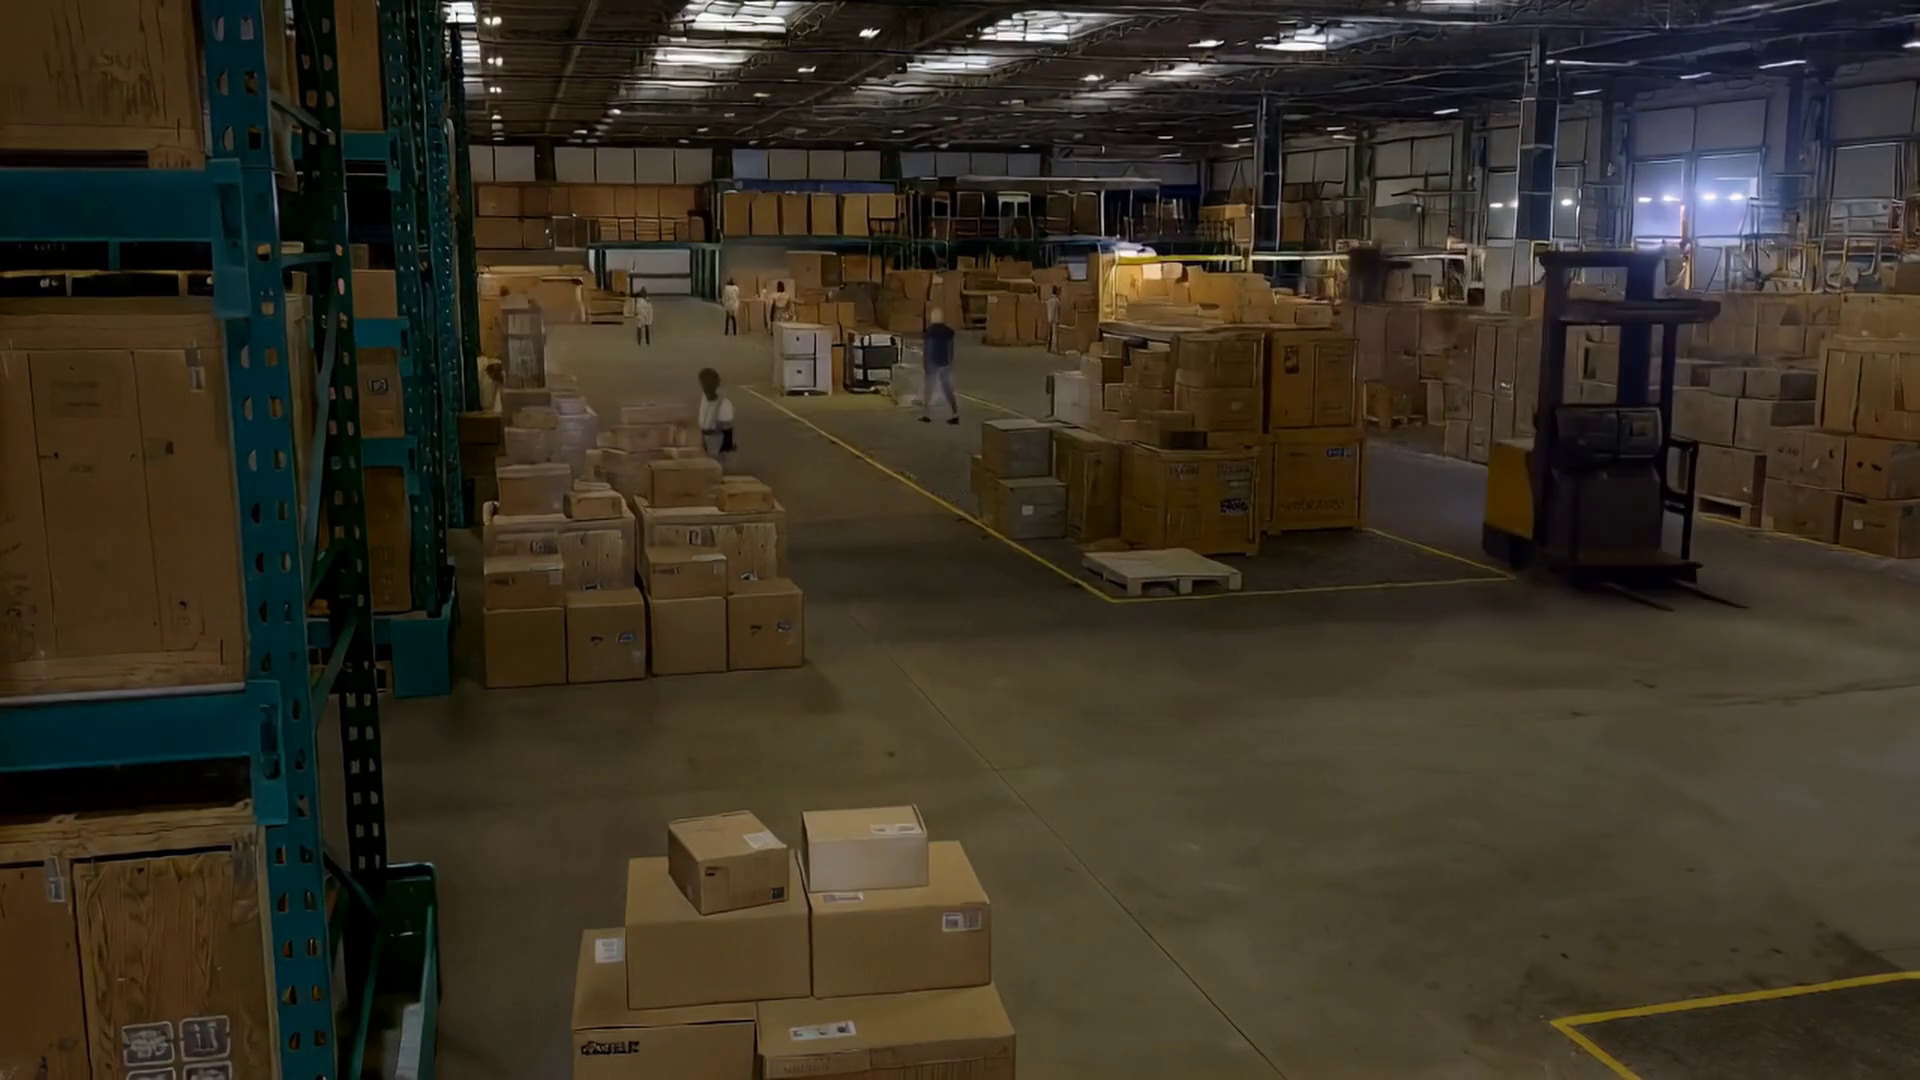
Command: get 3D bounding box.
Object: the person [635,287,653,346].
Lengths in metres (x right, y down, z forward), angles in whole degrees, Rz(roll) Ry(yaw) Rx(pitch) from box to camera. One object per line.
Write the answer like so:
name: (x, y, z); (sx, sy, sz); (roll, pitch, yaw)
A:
person: (-9.135, -6.464, 48.122); (0.535, 1.697, 0.322); (-5, 11, -26)

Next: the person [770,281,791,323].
person: (-5.018, -6.296, 46.514); (0.611, 1.935, 0.921); (-2, 10, -9)

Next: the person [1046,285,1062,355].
person: (2.495, -5.832, 44.102); (0.325, 1.860, 0.511); (-8, 13, -40)

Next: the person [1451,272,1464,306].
person: (20.895, -10.367, 69.904); (0.540, 1.818, 0.971); (2, 10, 10)

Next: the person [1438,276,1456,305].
person: (15.837, -7.638, 54.144); (0.588, 1.919, 0.390); (9, 14, 43)

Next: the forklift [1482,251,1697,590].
forklift: (5.466, -1.110, 14.456); (1.129, 2.768, 1.873); (-1, 10, -6)

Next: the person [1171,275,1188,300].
person: (6.647, -6.907, 49.659); (0.704, 2.000, 0.699); (4, 11, 23)

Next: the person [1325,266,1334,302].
person: (18.337, -12.570, 82.174); (0.597, 1.891, 0.476); (-7, 12, -33)

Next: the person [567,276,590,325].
person: (-13.930, -8.706, 60.517); (0.773, 1.809, 0.599); (-1, 10, -7)

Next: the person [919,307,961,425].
person: (-0.319, -2.803, 26.829); (0.643, 1.905, 0.966); (-7, 12, -34)

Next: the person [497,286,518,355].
person: (-10.981, -5.179, 40.205); (0.661, 1.915, 0.645); (5, 11, 26)

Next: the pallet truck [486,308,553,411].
pallet truck: (-6.242, -2.418, 24.362); (0.823, 1.965, 1.885); (1, 10, 3)

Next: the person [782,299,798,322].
person: (-3.985, -4.838, 39.119); (0.511, 1.624, 0.366); (-9, 14, -43)

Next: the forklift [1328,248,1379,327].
forklift: (9.347, -5.415, 38.836); (1.873, 2.768, 1.129); (-3, 10, -15)

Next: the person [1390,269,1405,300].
person: (20.385, -11.712, 77.501); (0.639, 1.821, 0.685); (3, 10, 16)

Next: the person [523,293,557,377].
person: (-8.244, -3.867, 32.660); (0.765, 1.969, 0.615); (0, 10, -1)

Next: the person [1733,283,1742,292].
person: (21.011, -5.974, 44.849); (0.641, 1.890, 1.033); (-3, 10, -17)

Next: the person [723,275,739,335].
person: (-7.430, -7.619, 53.980); (0.542, 1.939, 0.362); (0, 10, 0)

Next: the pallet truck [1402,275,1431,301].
pallet truck: (14.620, -7.324, 52.145); (0.823, 1.965, 1.885); (8, 13, 40)

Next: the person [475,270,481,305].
person: (-23.545, -12.260, 80.842); (0.322, 1.735, 0.486); (2, 10, 11)

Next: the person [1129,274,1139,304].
person: (6.260, -8.630, 59.855); (0.354, 1.886, 0.573); (4, 11, 21)

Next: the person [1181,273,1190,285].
person: (8.412, -9.066, 62.366); (0.354, 1.877, 0.574); (-5, 11, -28)

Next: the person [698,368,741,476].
person: (-2.427, -0.960, 17.090); (0.882, 1.647, 0.530); (-10, 14, -43)
